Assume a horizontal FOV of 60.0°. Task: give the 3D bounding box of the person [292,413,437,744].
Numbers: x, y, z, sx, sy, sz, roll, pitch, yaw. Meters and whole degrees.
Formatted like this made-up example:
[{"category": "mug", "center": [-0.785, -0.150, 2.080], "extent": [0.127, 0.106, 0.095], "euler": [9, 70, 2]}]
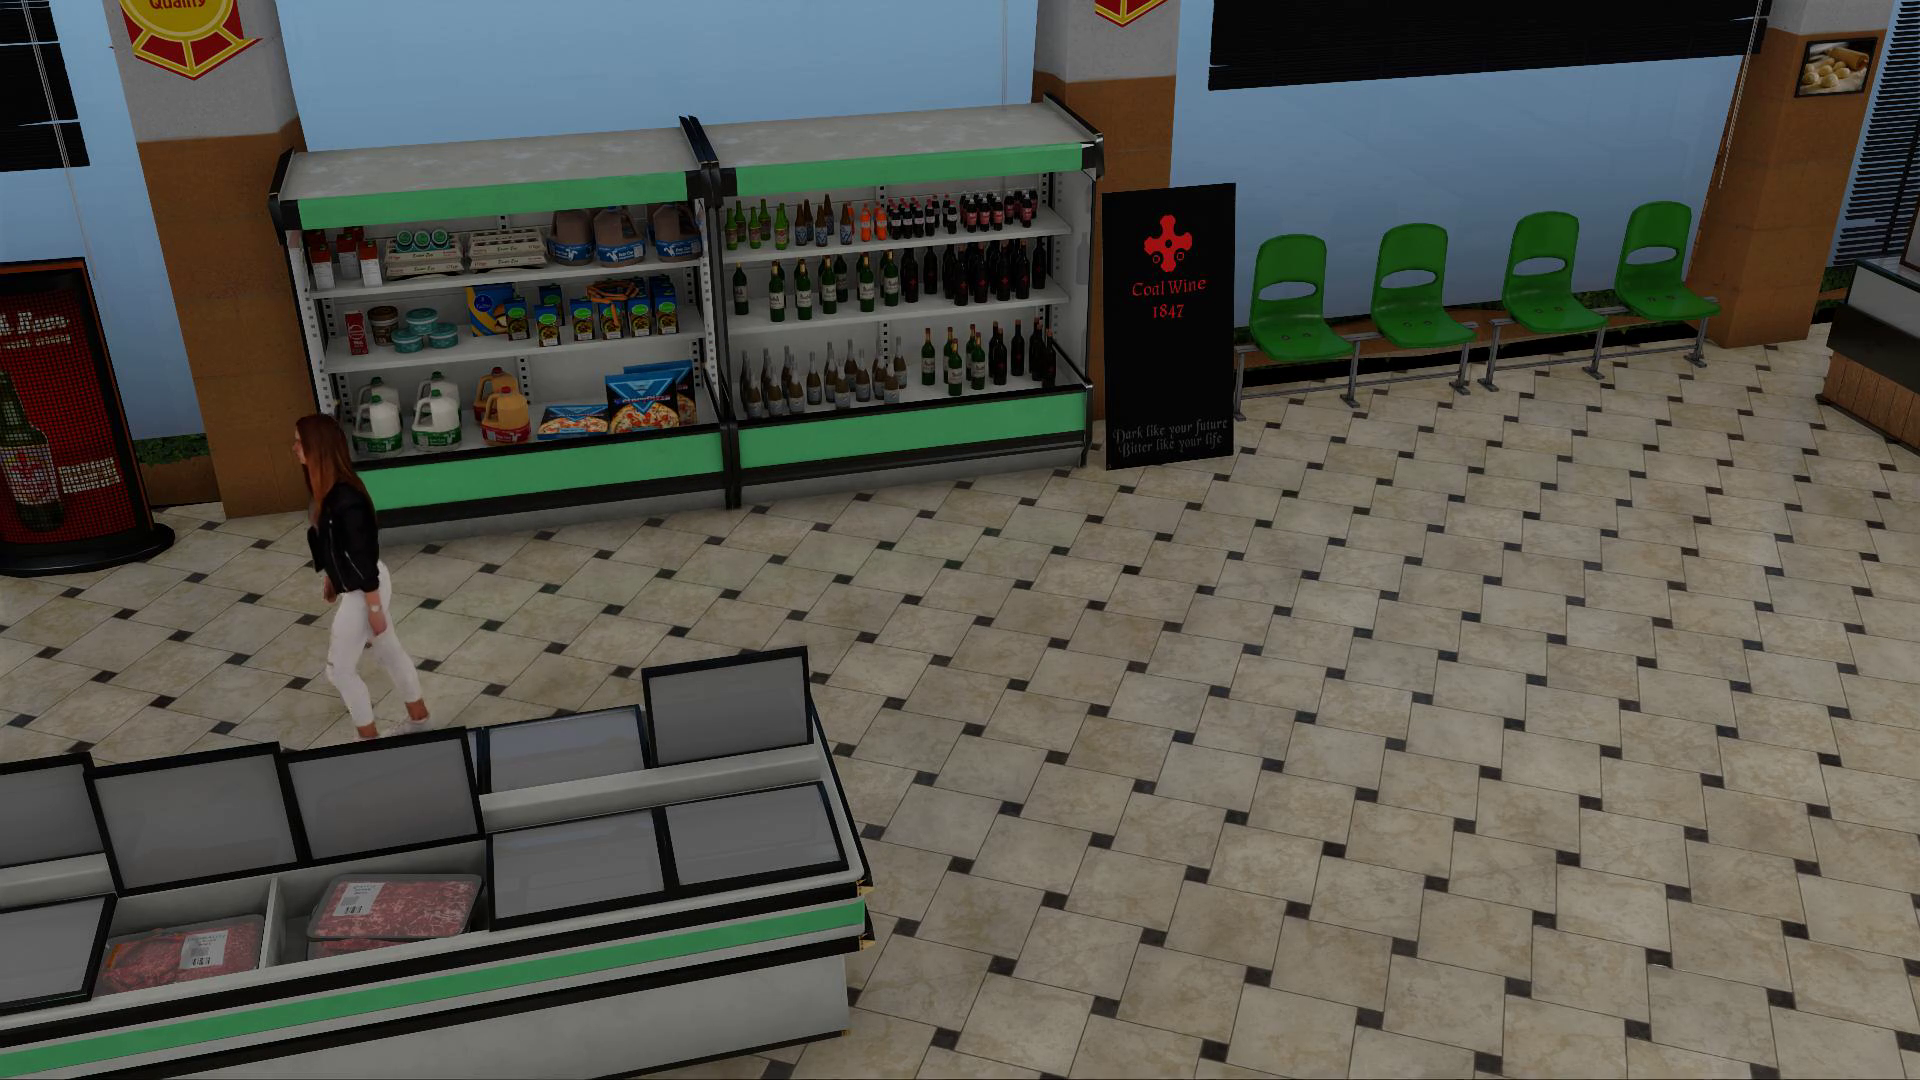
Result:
[{"category": "person", "center": [-2.576, 0.212, 7.379], "extent": [0.783, 1.688, 0.687], "euler": [-13, 31, -22]}]
